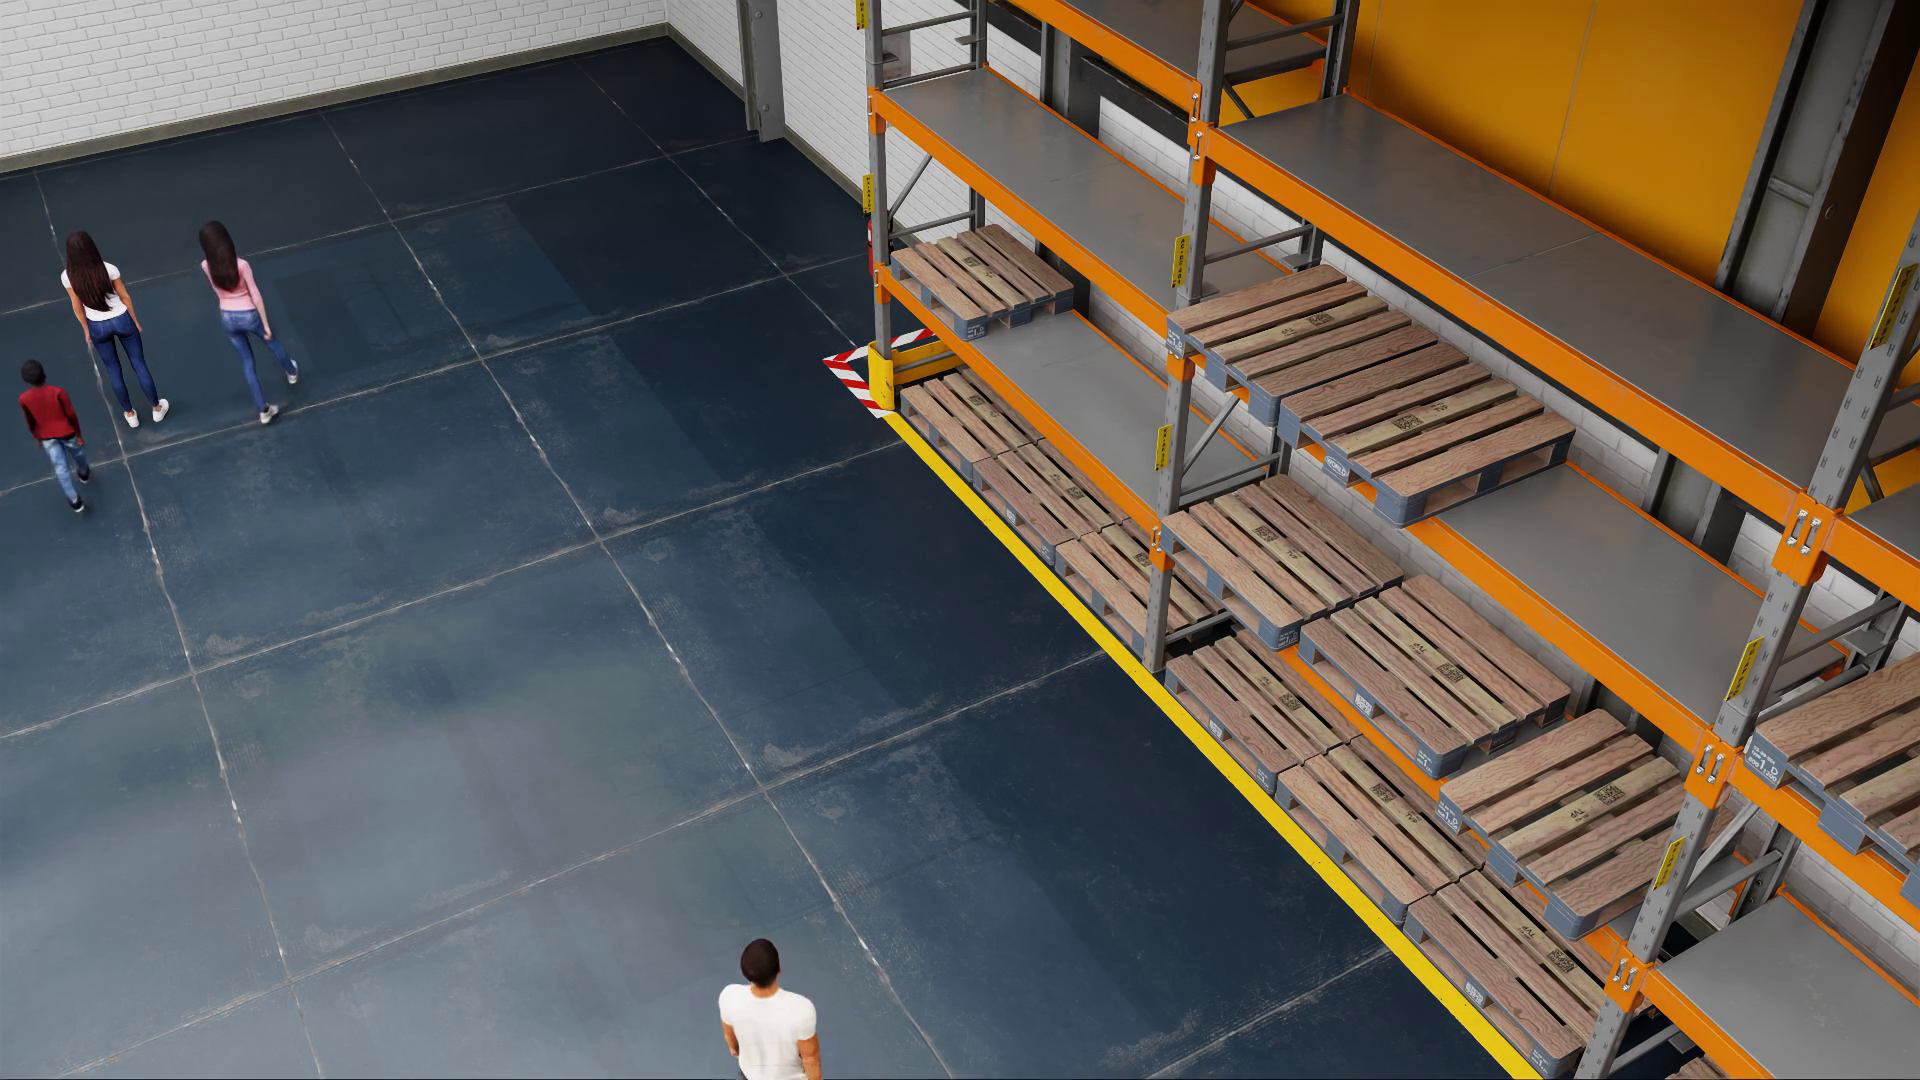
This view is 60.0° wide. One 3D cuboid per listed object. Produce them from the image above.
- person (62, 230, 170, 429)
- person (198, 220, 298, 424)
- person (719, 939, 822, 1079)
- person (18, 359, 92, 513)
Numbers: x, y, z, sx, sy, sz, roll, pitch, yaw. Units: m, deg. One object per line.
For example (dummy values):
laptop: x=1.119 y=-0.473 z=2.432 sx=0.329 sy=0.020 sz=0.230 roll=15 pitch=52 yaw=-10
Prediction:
person: x=-6.914 y=-1.721 z=13.562 sx=0.623 sy=1.775 sz=0.566 roll=-13 pitch=40 yaw=-16
person: x=-5.926 y=-1.755 z=13.659 sx=0.867 sy=1.706 sz=1.127 roll=-1 pitch=39 yaw=-2
person: x=-0.921 y=2.648 z=8.081 sx=0.818 sy=1.788 sz=0.872 roll=4 pitch=39 yaw=5
person: x=-6.959 y=-0.783 z=12.830 sx=0.526 sy=1.222 sz=0.905 roll=-17 pitch=42 yaw=-20
